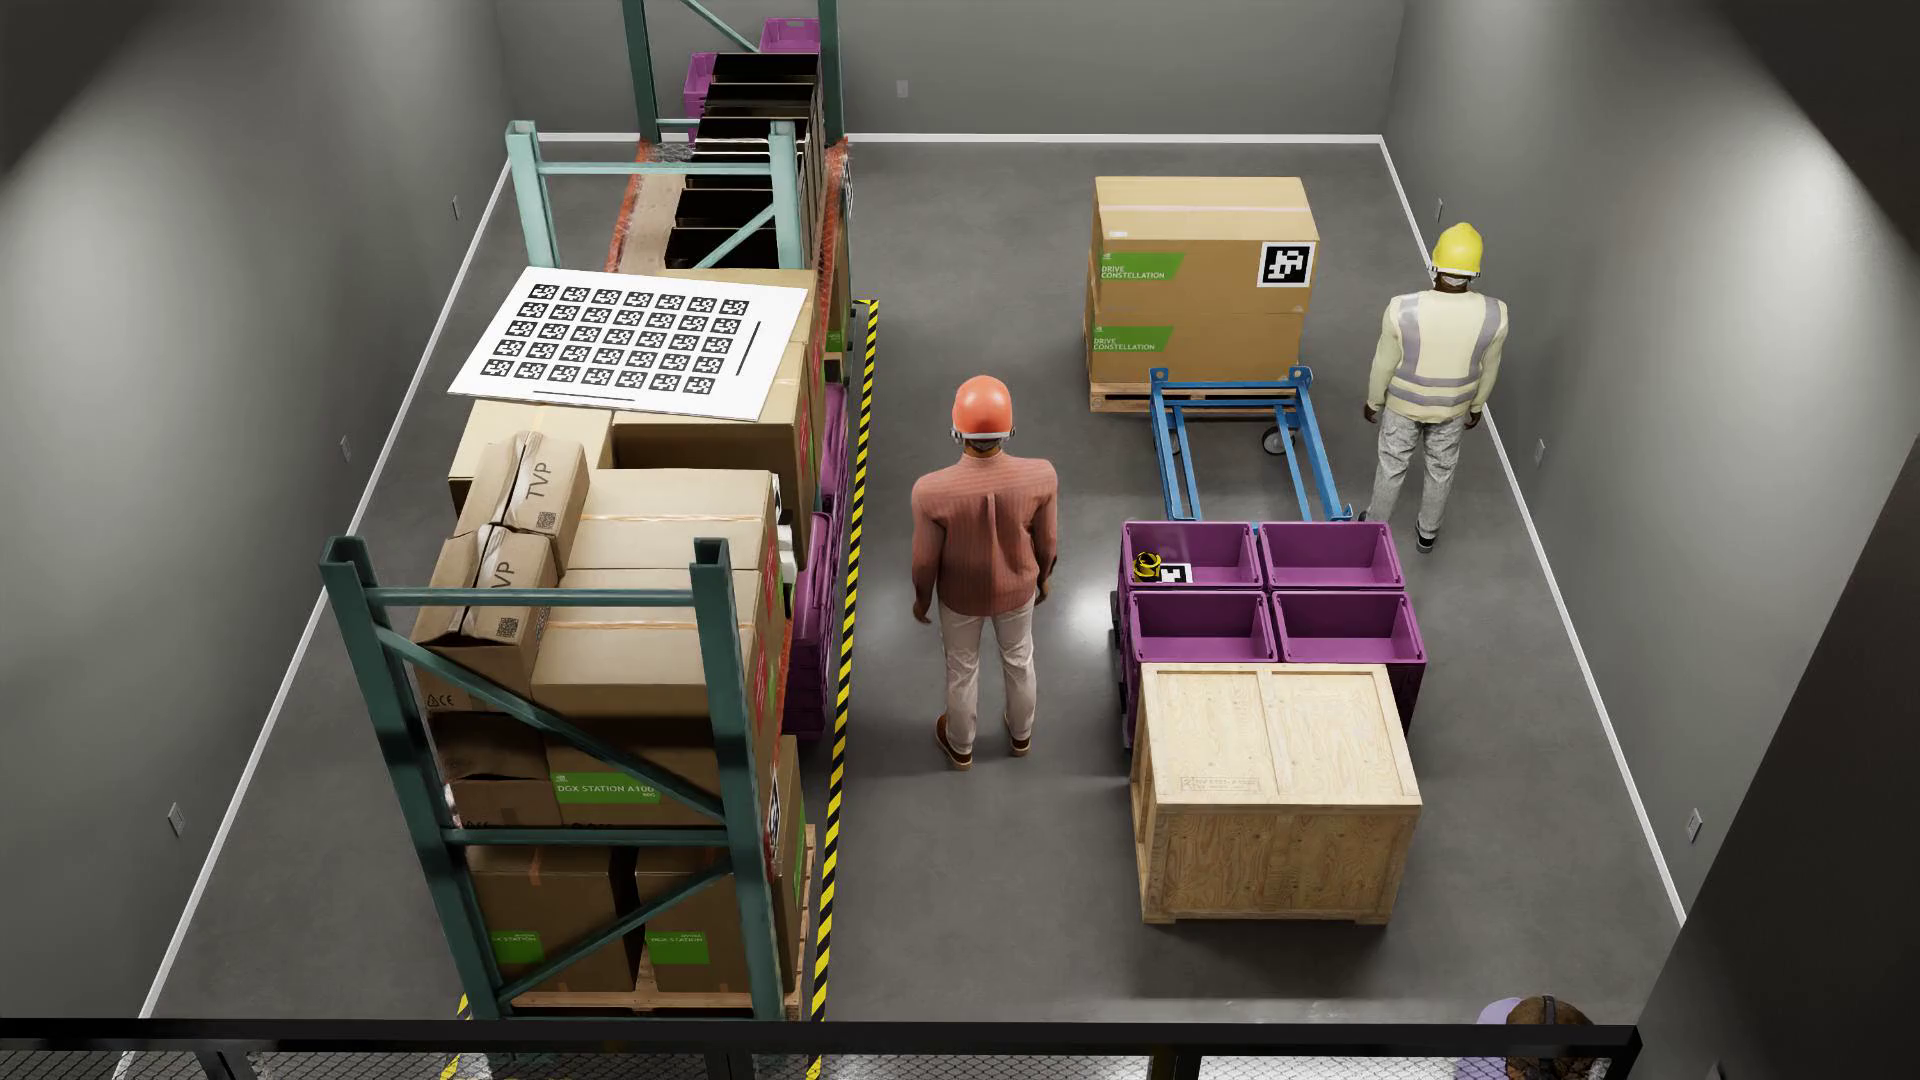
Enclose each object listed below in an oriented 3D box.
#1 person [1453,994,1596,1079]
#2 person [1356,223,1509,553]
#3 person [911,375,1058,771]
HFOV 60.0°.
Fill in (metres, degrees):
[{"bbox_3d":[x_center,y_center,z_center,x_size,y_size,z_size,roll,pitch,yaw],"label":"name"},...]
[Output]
[{"bbox_3d":[1.532,1.943,4.898,0.361,1.937,0.635,10,42,12],"label":"person"},{"bbox_3d":[2.242,-0.696,7.987,0.586,1.833,0.403,2,41,3],"label":"person"},{"bbox_3d":[0.097,0.169,6.878,0.609,1.996,0.383,-8,42,-9],"label":"person"}]
